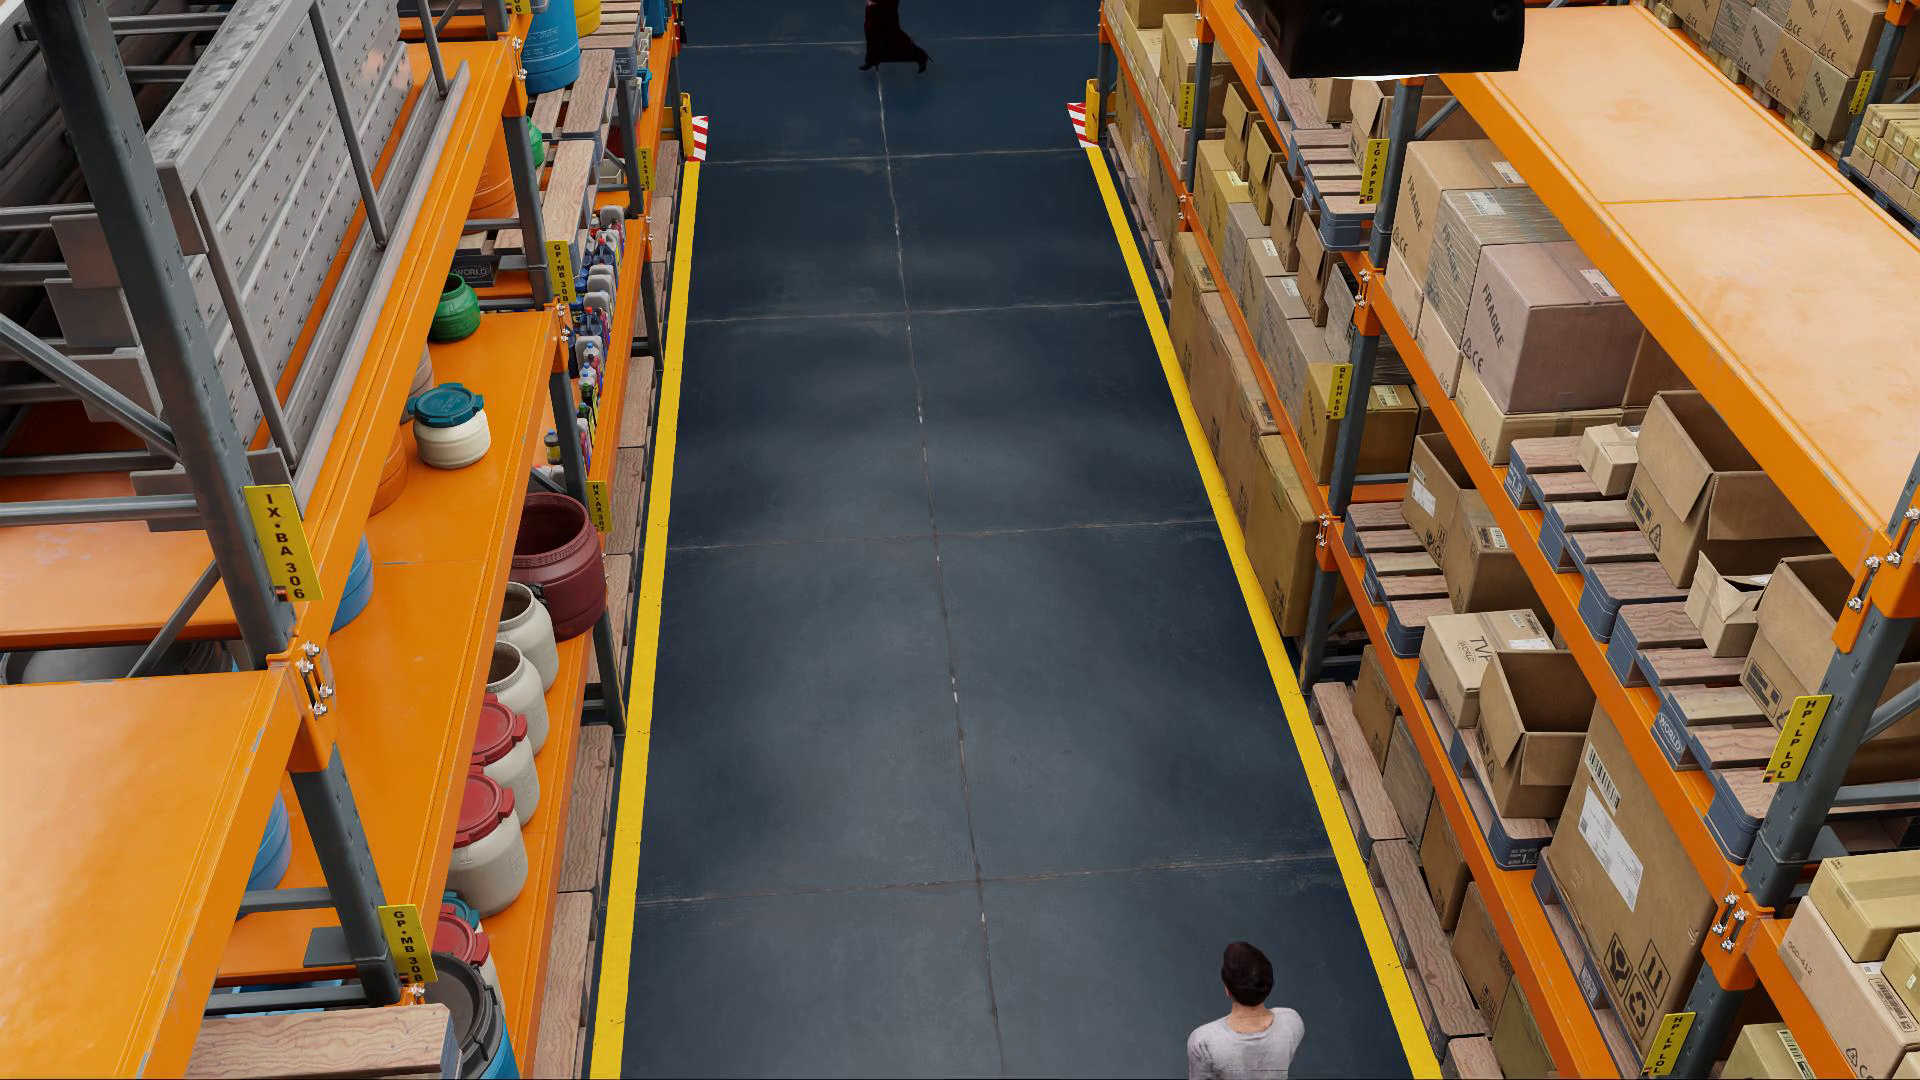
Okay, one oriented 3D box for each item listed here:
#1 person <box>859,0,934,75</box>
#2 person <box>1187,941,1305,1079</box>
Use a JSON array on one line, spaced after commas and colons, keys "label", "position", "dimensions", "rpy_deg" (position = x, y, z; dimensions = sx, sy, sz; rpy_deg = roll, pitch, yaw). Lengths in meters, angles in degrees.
[{"label": "person", "position": [-0.666, -5.520, 16.847], "dimensions": [0.842, 1.731, 1.019], "rpy_deg": [3, 37, 4]}, {"label": "person", "position": [1.113, 2.350, 6.438], "dimensions": [0.638, 1.800, 1.187], "rpy_deg": [-4, 37, -5]}]
